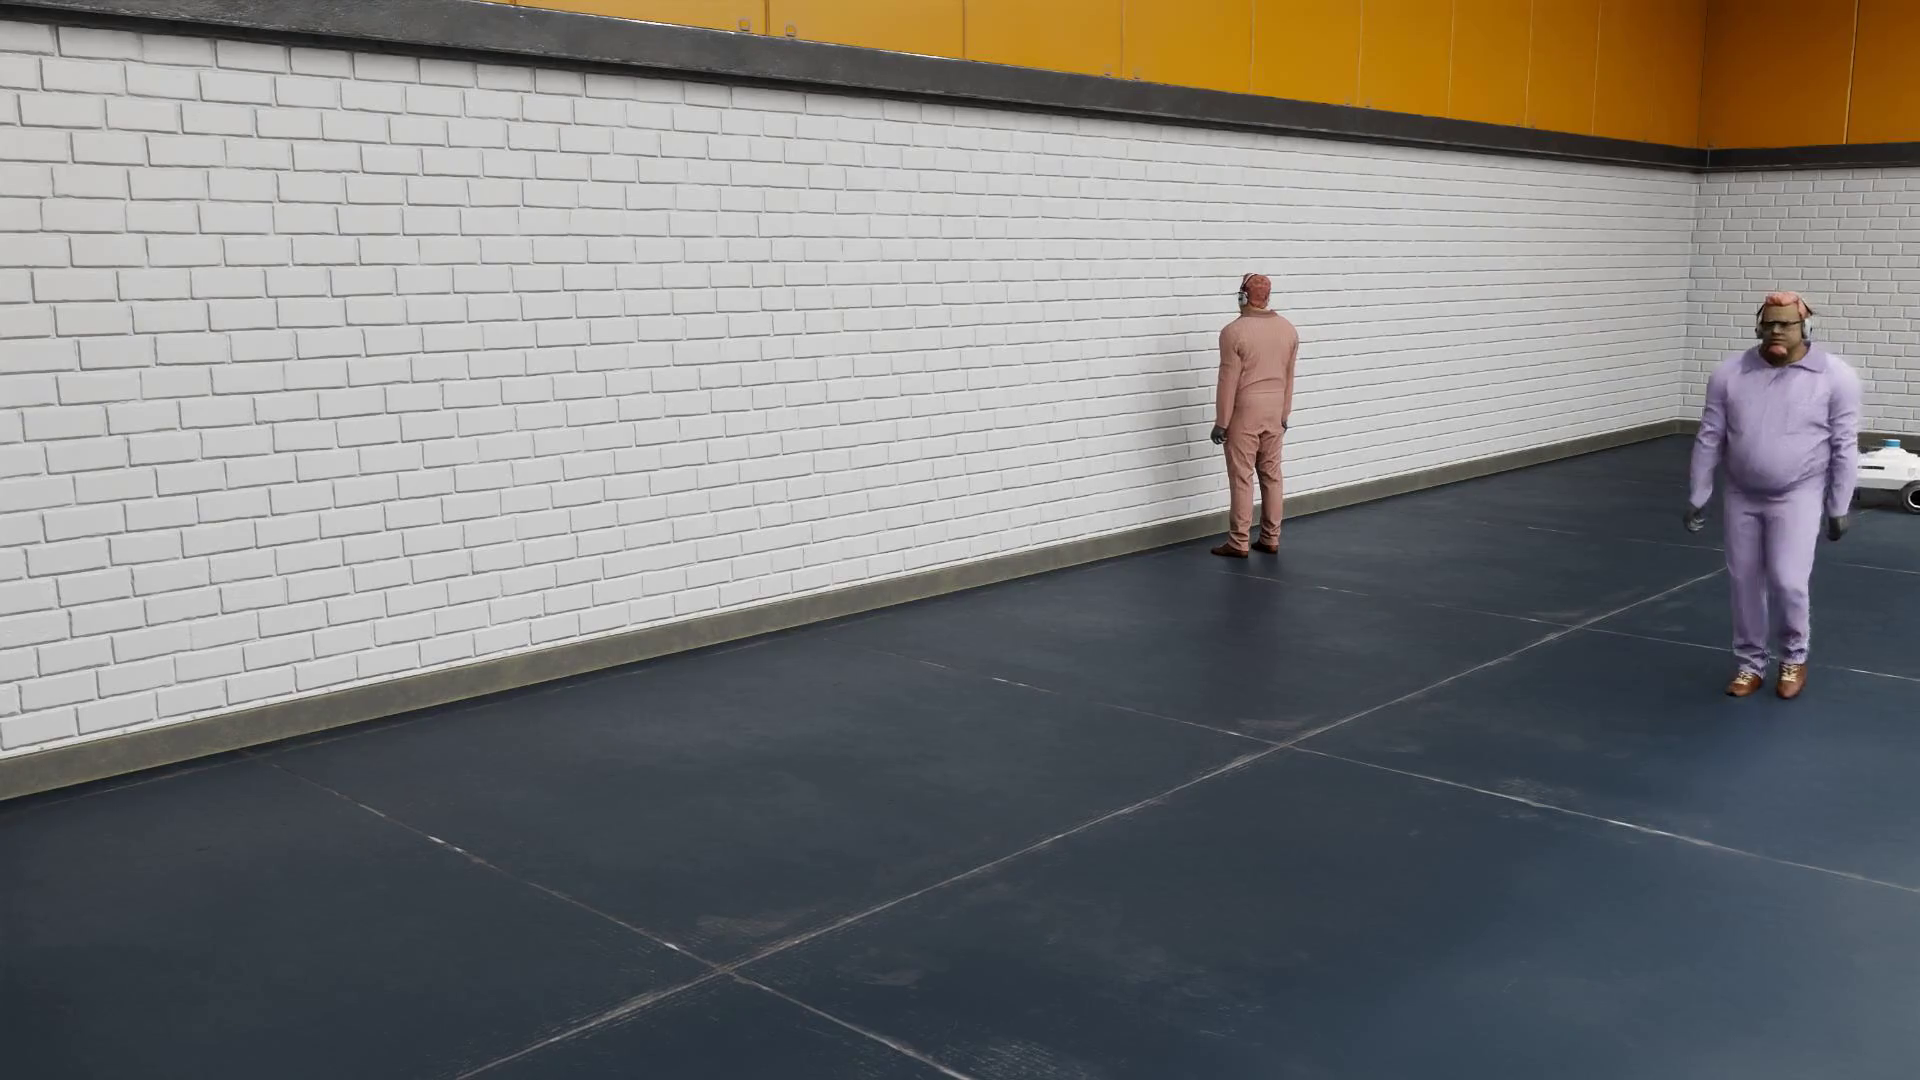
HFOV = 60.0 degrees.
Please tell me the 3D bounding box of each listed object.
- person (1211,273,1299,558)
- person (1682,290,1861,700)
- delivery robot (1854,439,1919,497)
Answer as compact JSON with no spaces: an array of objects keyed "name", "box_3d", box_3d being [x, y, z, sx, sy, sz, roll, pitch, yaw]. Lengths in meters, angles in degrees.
[{"name":"person","box_3d":[1.952,-0.830,11.192,0.639,1.908,0.409,-6,12,-31]},{"name":"person","box_3d":[3.705,-0.189,7.616,0.659,1.887,0.434,9,14,43]},{"name":"delivery robot","box_3d":[7.392,-0.557,13.211,0.707,0.478,0.477,7,12,33]}]
